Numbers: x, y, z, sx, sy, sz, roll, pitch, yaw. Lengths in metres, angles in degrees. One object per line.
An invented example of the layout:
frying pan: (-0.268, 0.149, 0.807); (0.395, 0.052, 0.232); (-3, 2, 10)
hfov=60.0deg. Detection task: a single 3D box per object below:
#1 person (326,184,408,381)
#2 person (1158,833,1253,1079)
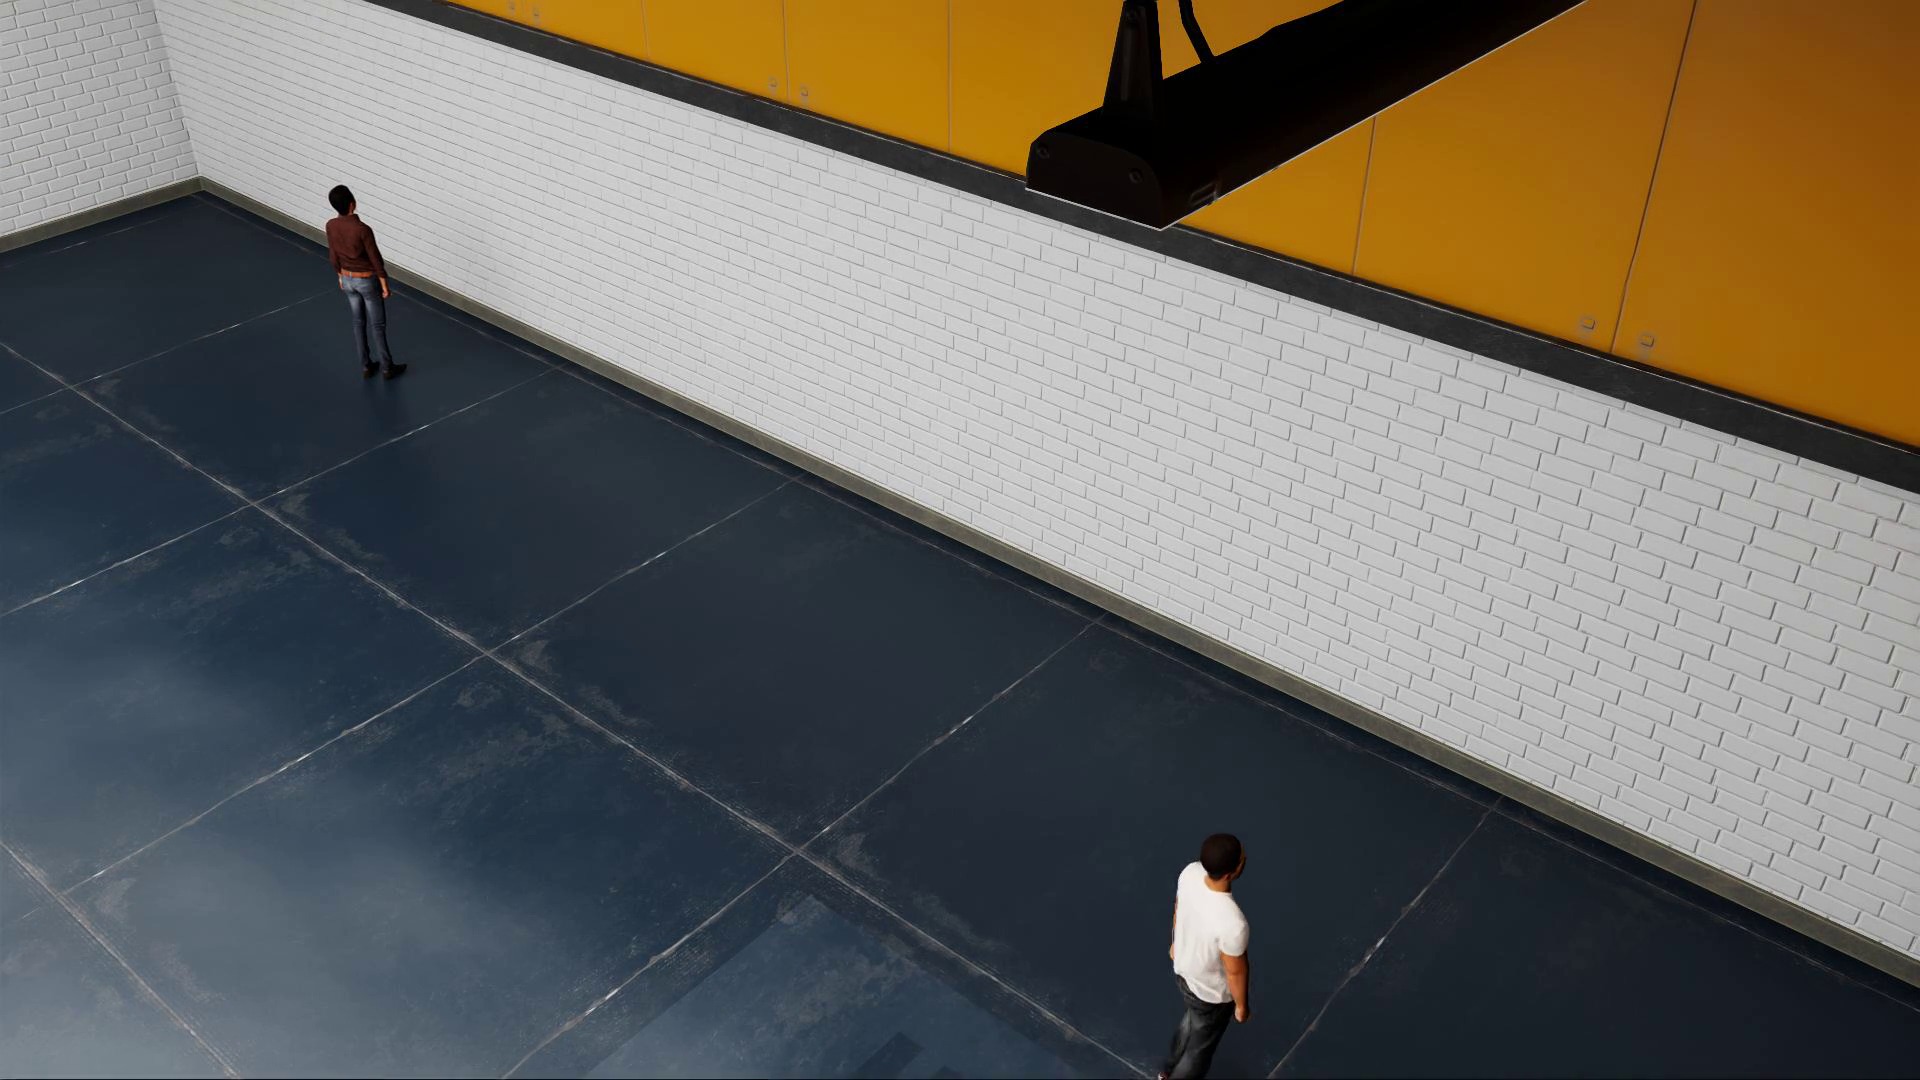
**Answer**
person: (-5.183, -2.225, 14.391); (0.715, 1.783, 0.676); (9, 35, 13)
person: (1.090, 2.092, 7.898); (0.764, 1.792, 0.758); (-13, 36, -19)
